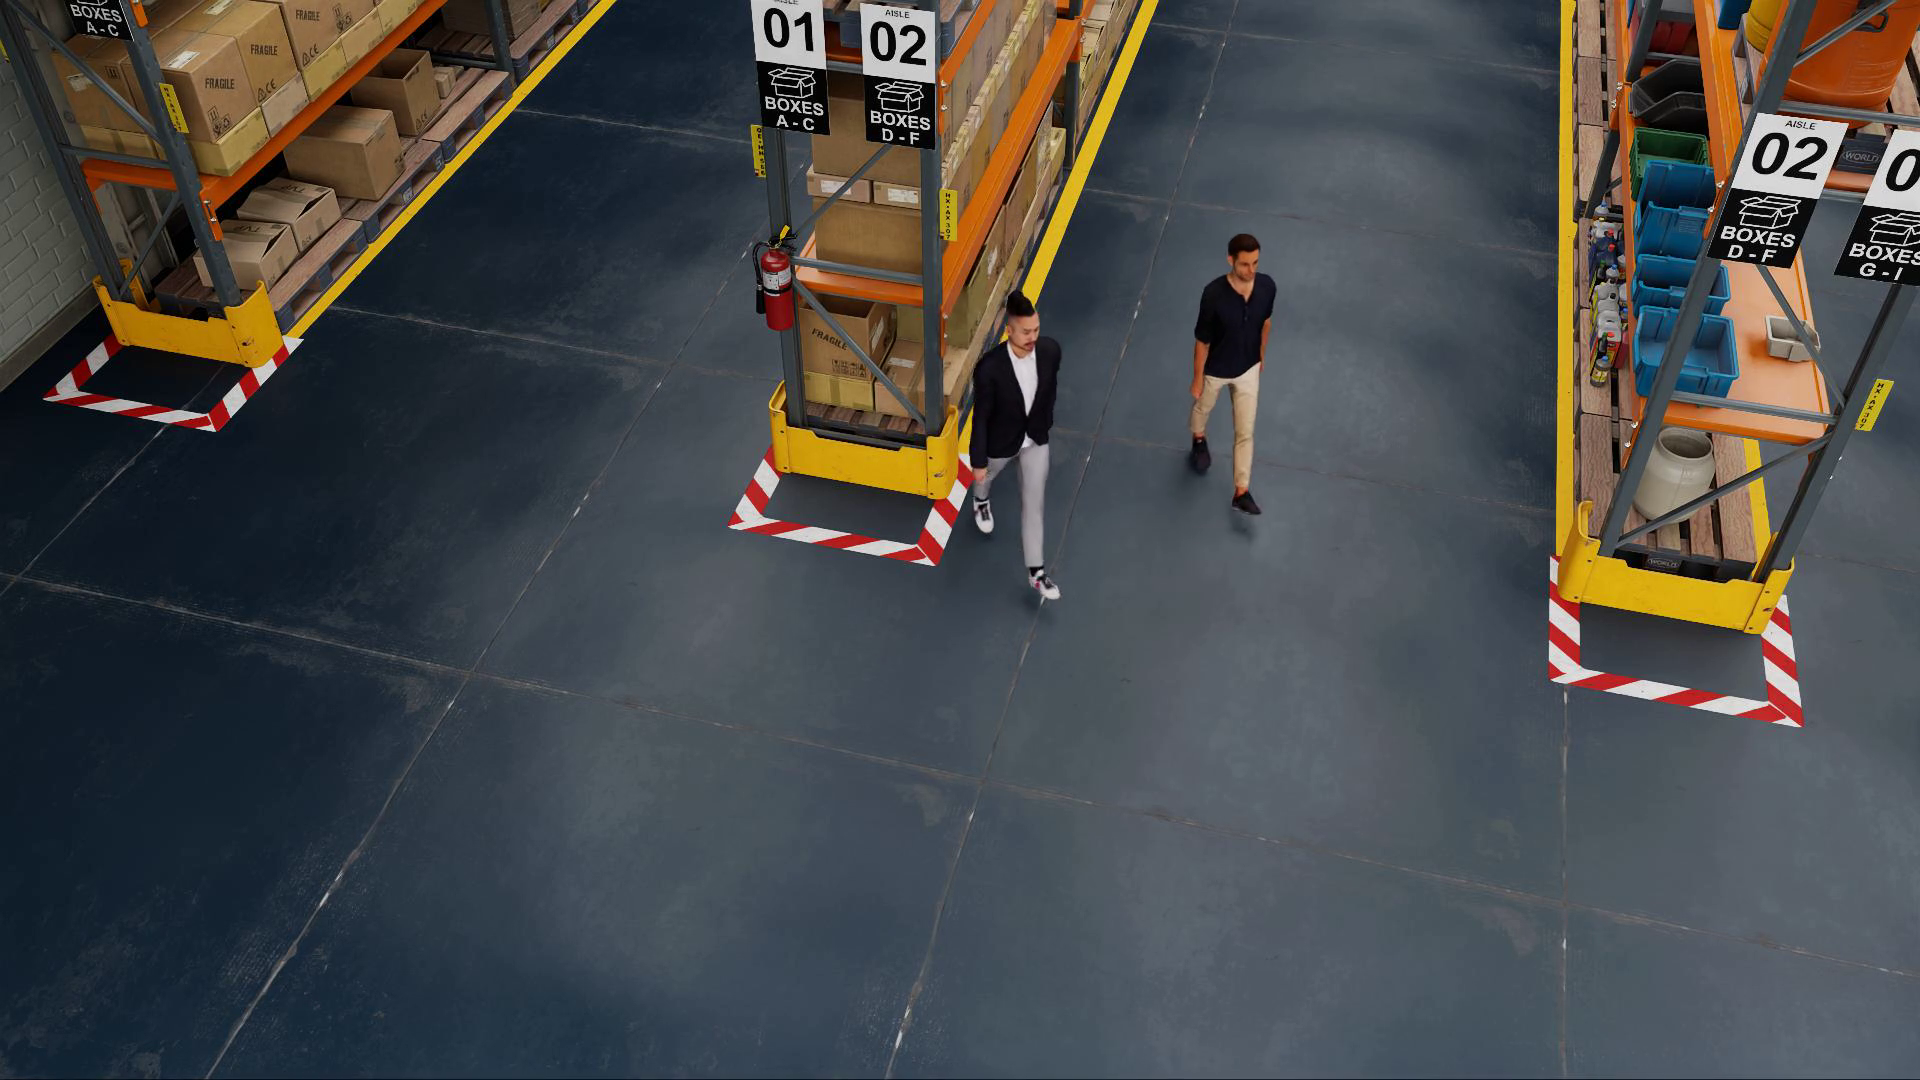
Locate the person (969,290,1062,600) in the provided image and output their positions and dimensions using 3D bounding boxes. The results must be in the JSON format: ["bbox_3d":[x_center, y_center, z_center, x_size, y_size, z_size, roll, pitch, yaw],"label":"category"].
[{"bbox_3d":[0.257,-0.662,9.564,1.239,1.894,1.387,-14,45,-15],"label":"person"}]

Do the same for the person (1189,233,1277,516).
[{"bbox_3d":[1.595,-1.095,10.087,1.015,1.813,1.267,-7,44,-8],"label":"person"}]
